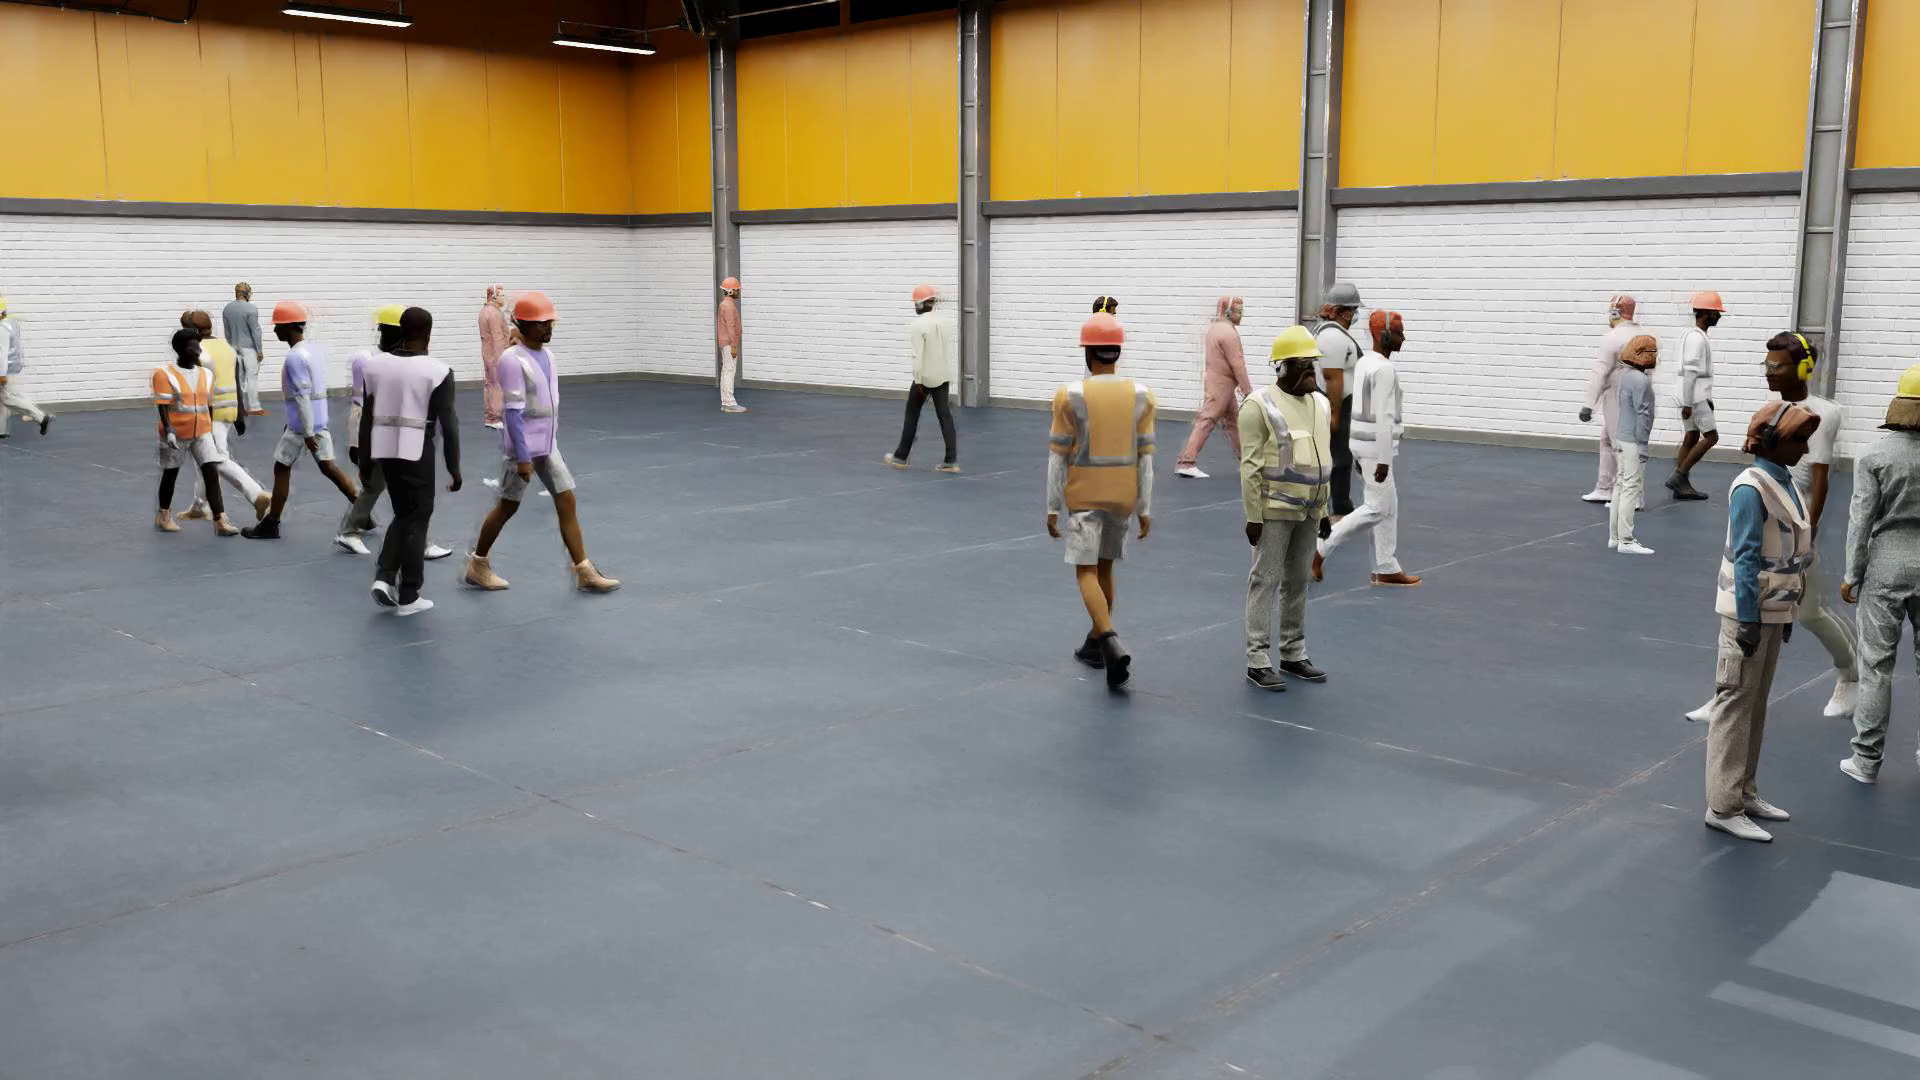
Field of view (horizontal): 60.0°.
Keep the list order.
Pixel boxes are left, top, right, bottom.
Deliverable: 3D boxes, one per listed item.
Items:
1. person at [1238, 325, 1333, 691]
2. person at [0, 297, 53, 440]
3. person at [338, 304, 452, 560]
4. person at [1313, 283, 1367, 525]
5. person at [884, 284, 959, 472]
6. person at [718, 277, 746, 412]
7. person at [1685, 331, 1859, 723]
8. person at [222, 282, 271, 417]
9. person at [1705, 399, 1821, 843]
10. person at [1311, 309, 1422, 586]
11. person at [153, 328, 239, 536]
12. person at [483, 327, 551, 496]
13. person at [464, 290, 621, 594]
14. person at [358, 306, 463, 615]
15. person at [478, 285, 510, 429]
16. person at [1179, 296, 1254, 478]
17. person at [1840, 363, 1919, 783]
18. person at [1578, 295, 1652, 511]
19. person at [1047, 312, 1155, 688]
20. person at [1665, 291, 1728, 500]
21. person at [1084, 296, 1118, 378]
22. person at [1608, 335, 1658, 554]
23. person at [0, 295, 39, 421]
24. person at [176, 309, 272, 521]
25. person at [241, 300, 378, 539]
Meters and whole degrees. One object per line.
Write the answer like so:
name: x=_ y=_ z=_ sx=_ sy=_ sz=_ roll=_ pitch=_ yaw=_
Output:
person: x=1.674 y=-0.164 z=8.443 sx=0.586 sy=1.837 sz=0.403 roll=-7 pitch=11 yaw=-35
person: x=-11.719 y=-2.118 z=20.536 sx=0.739 sy=1.808 sz=0.591 roll=-5 pitch=10 yaw=-26
person: x=-4.212 y=-0.790 z=12.215 sx=1.017 sy=1.872 sz=0.599 roll=3 pitch=10 yaw=17
person: x=3.010 y=-1.104 z=13.580 sx=0.741 sy=2.000 sz=0.687 roll=1 pitch=9 yaw=6
person: x=-0.394 y=-1.697 z=17.487 sx=0.989 sy=1.950 sz=0.634 roll=8 pitch=13 yaw=42
person: x=-3.406 y=-2.901 z=24.735 sx=0.378 sy=1.996 sz=0.610 roll=-3 pitch=10 yaw=-17
person: x=3.893 y=-0.052 z=7.750 sx=0.901 sy=1.841 sz=0.513 roll=-3 pitch=10 yaw=-19
person: x=-10.217 y=-2.713 z=23.777 sx=0.627 sy=1.934 sz=0.372 roll=4 pitch=10 yaw=23
person: x=3.007 y=0.291 z=6.258 sx=0.310 sy=1.639 sz=0.514 roll=7 pitch=12 yaw=38
person: x=2.675 y=-0.587 z=10.983 sx=0.781 sy=1.864 sz=0.582 roll=0 pitch=9 yaw=0
person: x=-6.151 y=-0.855 z=13.243 sx=0.860 sy=1.652 sz=0.534 roll=7 pitch=12 yaw=37
person: x=-4.088 y=-1.199 z=15.519 sx=0.843 sy=1.581 sz=0.522 roll=1 pitch=9 yaw=7
person: x=-2.801 y=-0.628 z=10.849 sx=1.080 sy=1.993 sz=0.613 roll=3 pitch=10 yaw=17
person: x=-3.374 y=-0.477 z=10.207 sx=0.624 sy=1.887 sz=0.463 roll=2 pitch=10 yaw=14
person: x=-6.158 y=-2.431 z=22.128 sx=0.403 sy=1.906 sz=0.652 roll=-5 pitch=11 yaw=-29
person: x=2.717 y=-1.537 z=16.854 sx=1.061 sy=1.837 sz=0.649 roll=0 pitch=9 yaw=-2
person: x=3.898 y=0.144 z=6.844 sx=0.493 sy=1.741 sz=0.315 roll=3 pitch=10 yaw=15
person: x=5.757 y=-1.216 z=14.739 sx=0.665 sy=1.876 sz=0.781 roll=-8 pitch=12 yaw=-41
person: x=0.737 y=-0.210 z=8.541 sx=0.554 sy=1.910 sz=0.884 roll=-2 pitch=10 yaw=-14
person: x=6.753 y=-1.308 z=15.198 sx=0.398 sy=1.917 sz=0.546 roll=3 pitch=10 yaw=19
person: x=1.341 y=-1.389 z=15.873 sx=0.326 sy=1.865 sz=0.518 roll=0 pitch=9 yaw=-3
person: x=5.057 y=-0.717 z=12.452 sx=0.279 sy=1.633 sz=0.504 roll=1 pitch=9 yaw=7
person: x=-13.105 y=-2.490 z=22.818 sx=0.638 sy=1.809 sz=0.921 roll=5 pitch=10 yaw=26
person: x=-6.171 y=-1.021 z=13.850 sx=0.916 sy=1.802 sz=0.636 roll=1 pitch=9 yaw=9
person: x=-5.122 y=-0.934 z=13.062 sx=1.026 sy=1.887 sz=0.546 roll=0 pitch=9 yaw=-2
